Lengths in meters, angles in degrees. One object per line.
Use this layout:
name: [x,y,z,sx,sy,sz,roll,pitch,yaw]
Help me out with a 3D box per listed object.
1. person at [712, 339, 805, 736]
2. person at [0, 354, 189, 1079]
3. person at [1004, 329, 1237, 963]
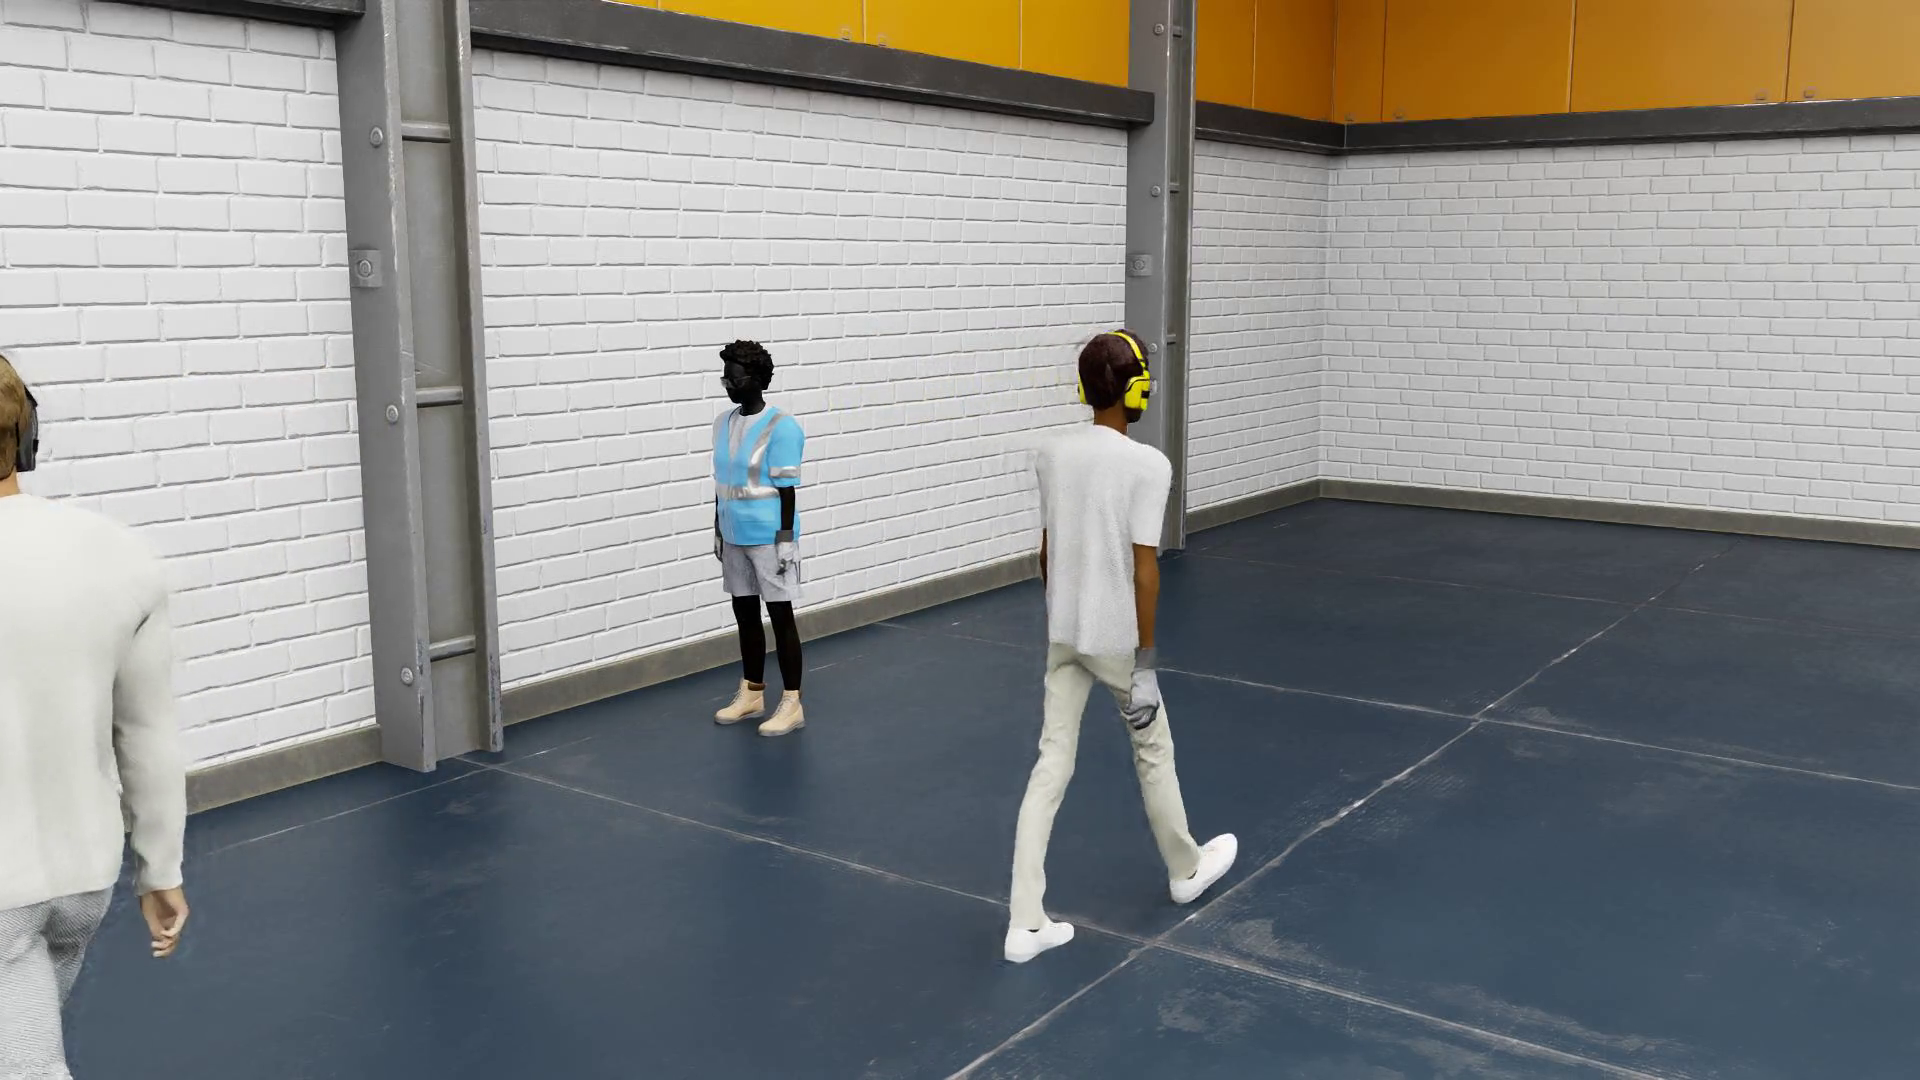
person: [-0.881,-0.012,7.152,0.530,1.693,0.319,8,13,41]
person: [-1.629,0.606,2.884,0.986,1.899,0.627,4,10,22]
person: [0.469,0.292,4.966,0.549,1.820,0.985,9,13,42]
